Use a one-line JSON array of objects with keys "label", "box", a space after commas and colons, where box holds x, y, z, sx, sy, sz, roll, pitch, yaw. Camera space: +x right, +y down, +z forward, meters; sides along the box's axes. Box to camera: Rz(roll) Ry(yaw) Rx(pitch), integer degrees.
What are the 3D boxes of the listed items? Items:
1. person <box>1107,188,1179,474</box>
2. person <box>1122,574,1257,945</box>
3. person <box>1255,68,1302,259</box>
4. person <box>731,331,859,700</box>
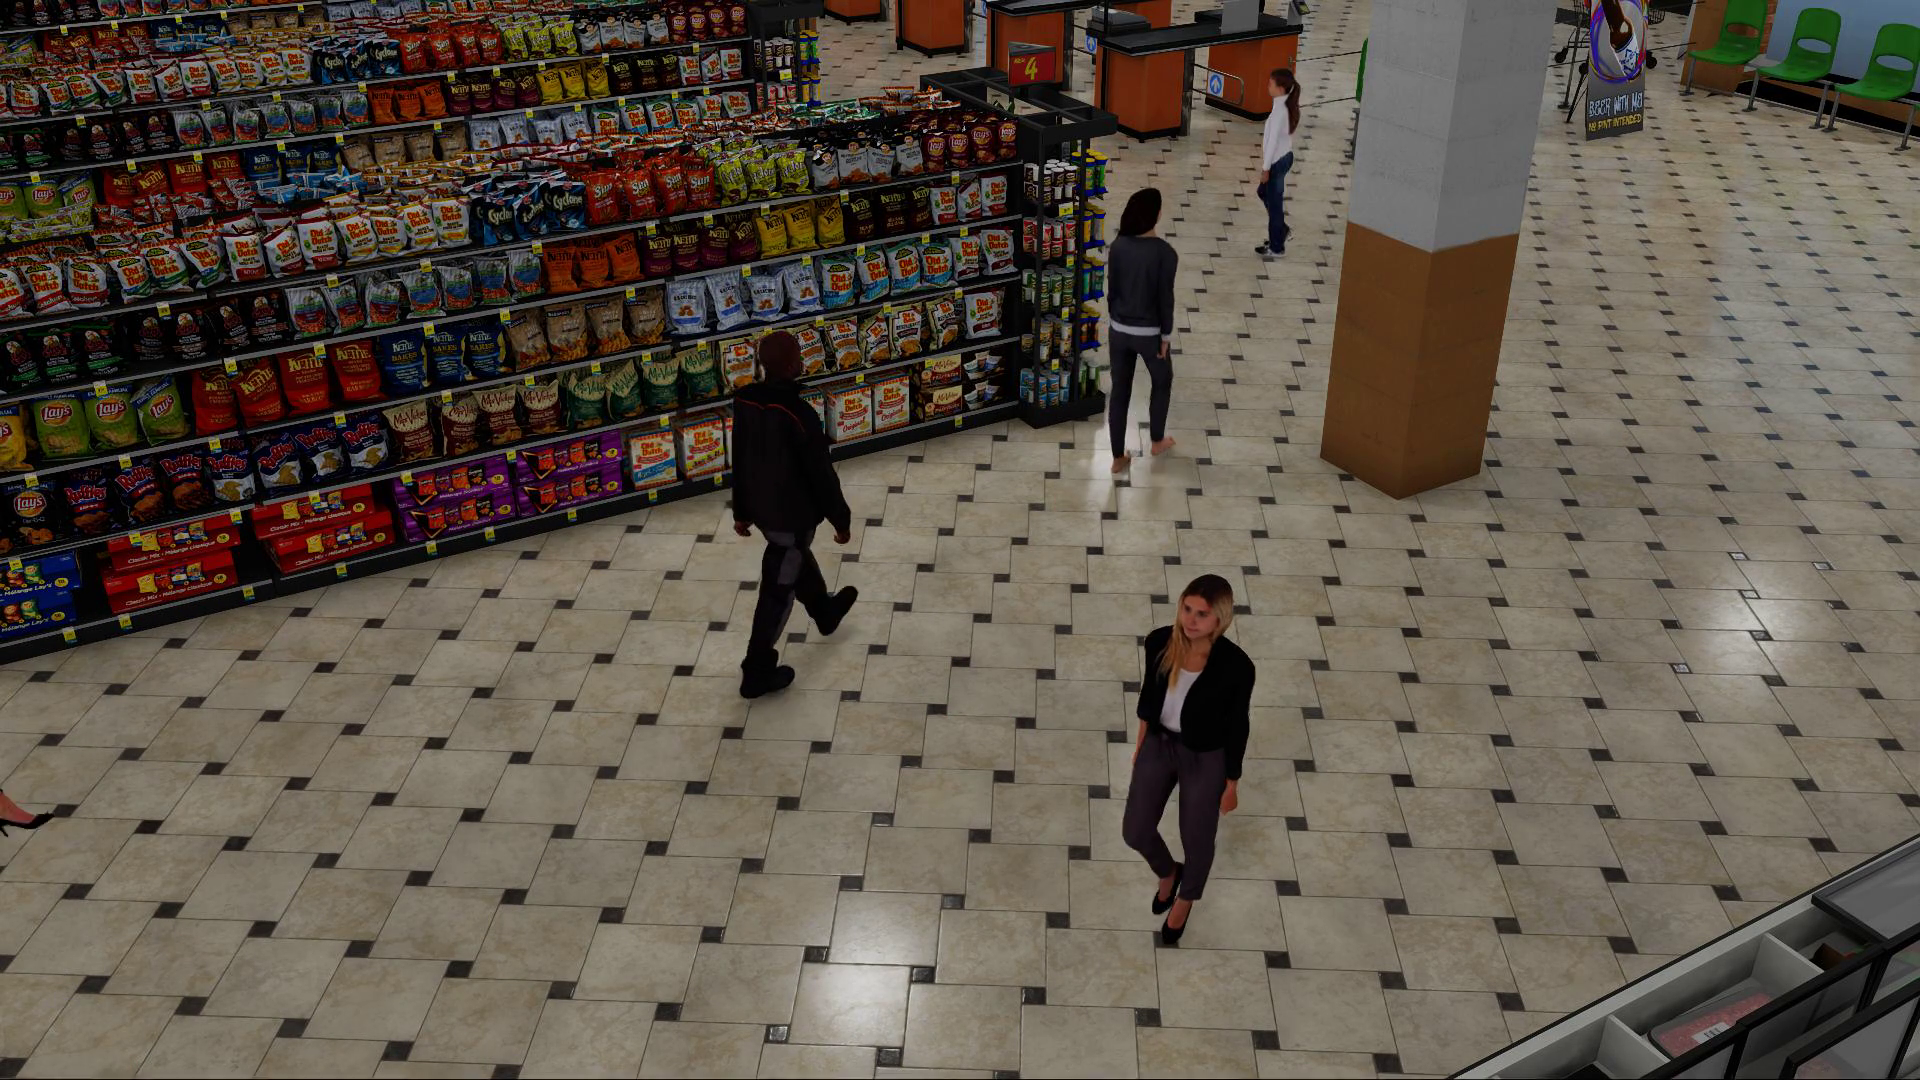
[{"label": "person", "box": [1.042, -1.219, 10.008, 0.837, 1.752, 0.918, 12, 31, 21]}, {"label": "person", "box": [0.896, 0.827, 6.355, 0.721, 1.661, 0.740, 16, 32, 26]}, {"label": "person", "box": [2.678, -3.063, 13.599, 0.714, 1.546, 0.649, 14, 32, 24]}, {"label": "person", "box": [-0.904, -0.083, 7.893, 1.019, 1.785, 1.311, 21, 35, 33]}]
